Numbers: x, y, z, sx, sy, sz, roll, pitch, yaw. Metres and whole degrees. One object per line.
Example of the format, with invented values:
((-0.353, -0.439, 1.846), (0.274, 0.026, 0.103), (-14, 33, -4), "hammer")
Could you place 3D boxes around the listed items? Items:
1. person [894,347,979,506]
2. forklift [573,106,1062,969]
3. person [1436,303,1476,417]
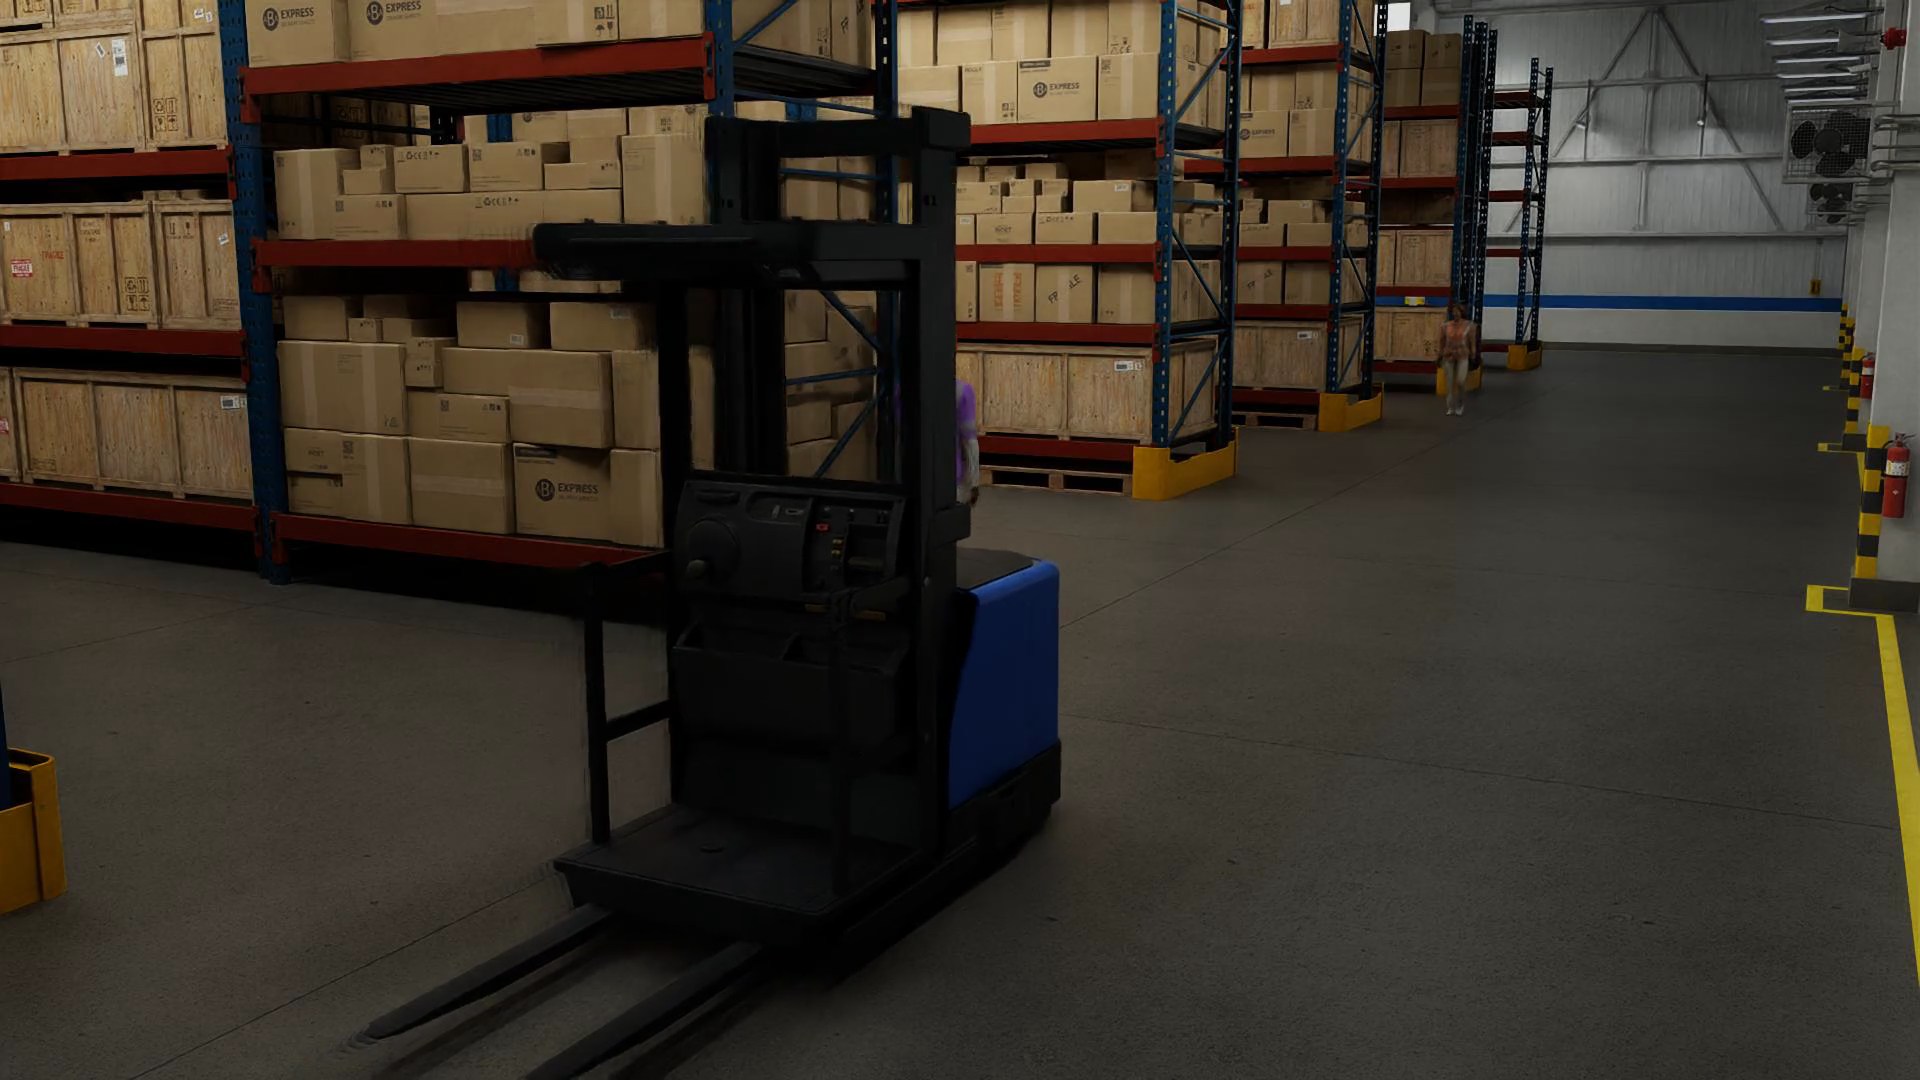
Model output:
((-0.170, -0.421, 10.514), (0.555, 1.909, 0.880), (4, 10, 21), "person")
((-0.437, -0.161, 6.178), (1.129, 2.768, 1.873), (5, 11, 27), "forklift")
((7.048, -2.561, 23.712), (0.538, 1.619, 0.568), (5, 11, 27), "person")
